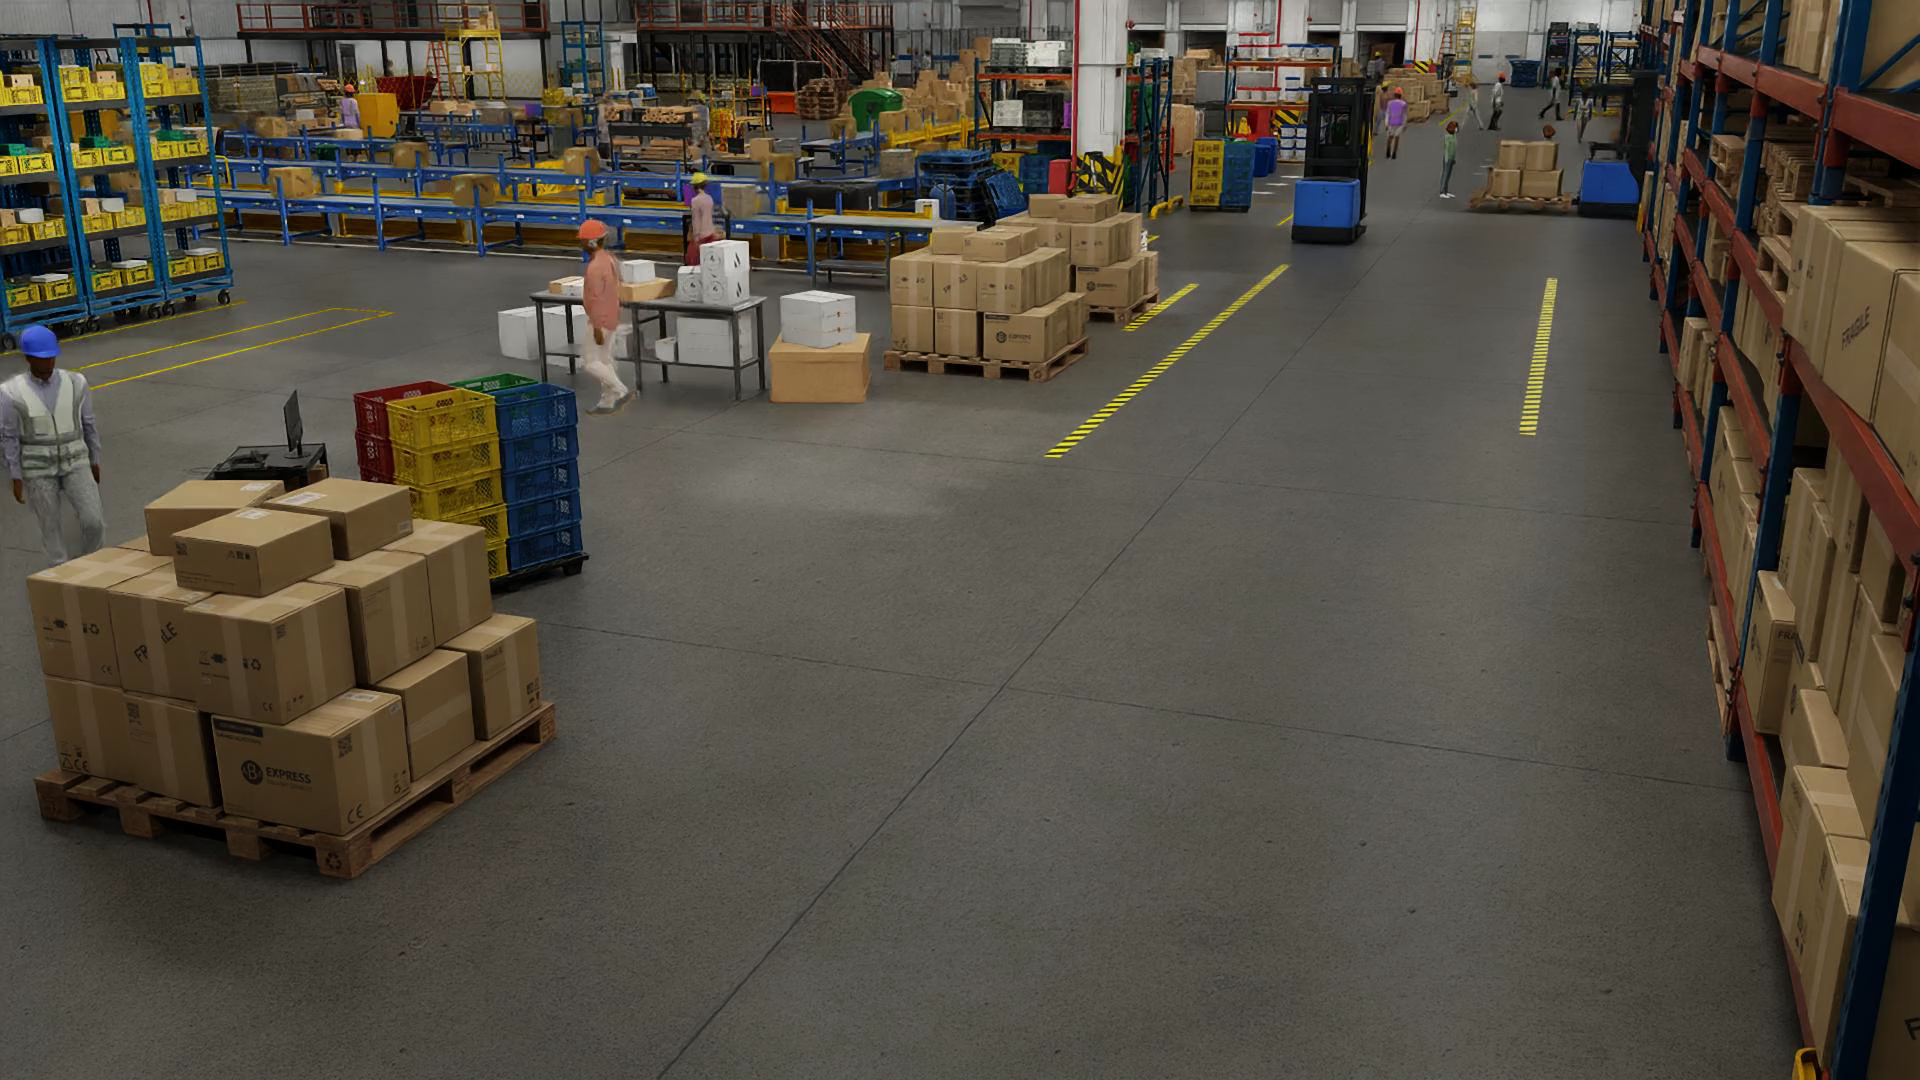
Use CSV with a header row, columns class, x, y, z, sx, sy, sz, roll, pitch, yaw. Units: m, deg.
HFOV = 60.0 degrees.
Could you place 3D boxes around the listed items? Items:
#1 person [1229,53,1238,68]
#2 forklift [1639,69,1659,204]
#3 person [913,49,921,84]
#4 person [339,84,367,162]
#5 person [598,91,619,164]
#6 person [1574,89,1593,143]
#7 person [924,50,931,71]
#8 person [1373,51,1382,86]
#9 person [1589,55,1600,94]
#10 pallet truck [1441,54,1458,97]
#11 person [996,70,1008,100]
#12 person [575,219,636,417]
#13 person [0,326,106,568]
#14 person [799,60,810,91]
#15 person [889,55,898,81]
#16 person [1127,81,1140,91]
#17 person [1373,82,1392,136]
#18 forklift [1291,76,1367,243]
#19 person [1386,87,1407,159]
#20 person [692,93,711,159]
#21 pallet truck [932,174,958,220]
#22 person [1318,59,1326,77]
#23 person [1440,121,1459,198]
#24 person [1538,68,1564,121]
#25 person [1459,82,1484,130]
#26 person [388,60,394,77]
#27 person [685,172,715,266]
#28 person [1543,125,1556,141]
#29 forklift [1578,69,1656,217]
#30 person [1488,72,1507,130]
class,x,y,z,sx,sy,sz,roll,pitch,yaw
person,14.167,-24.336,86.343,0.536,1.832,0.951,-7,19,-20
forklift,13.450,-7.876,32.901,1.873,2.768,1.129,6,19,19
person,-2.391,-26.176,91.951,0.543,1.928,0.374,14,22,37
person,-16.248,-11.128,44.477,0.605,2.045,0.379,9,20,25
person,-9.325,-10.982,44.294,0.649,1.883,0.749,8,19,24
person,19.305,-13.160,51.570,0.518,1.601,0.808,4,18,11
person,-1.623,-26.066,91.748,0.624,1.840,0.923,-13,22,-36
person,21.687,-24.335,86.198,0.562,1.908,0.584,-2,18,-7
person,30.659,-22.370,79.994,0.670,1.918,0.652,5,18,16
pallet truck,22.765,-21.886,78.355,0.823,1.965,1.885,-4,18,-14
person,1.668,-18.088,66.655,0.503,1.861,0.330,1,18,3
person,-3.532,-2.170,16.432,0.470,1.977,0.627,2,18,6
person,-6.075,-0.477,11.193,0.629,1.922,0.648,-15,23,-39
person,-6.693,-19.533,71.182,0.854,1.859,0.620,14,23,38
person,-3.443,-24.208,86.133,0.493,1.704,0.840,-2,18,-5
person,6.090,-15.667,59.018,0.635,1.873,0.700,-7,19,-21
person,13.883,-14.061,54.247,0.952,1.714,0.523,-15,23,-39
forklift,6.598,-6.755,29.381,1.129,2.768,1.873,6,19,19
person,11.962,-11.421,45.602,0.553,1.920,0.432,8,19,24
person,-6.992,-11.105,44.786,0.596,1.811,0.706,7,19,20
pallet truck,-0.507,-5.292,27.348,0.653,1.274,1.630,6,19,19
person,17.066,-21.814,78.382,0.490,1.853,0.582,4,18,14
person,10.658,-8.277,36.186,0.280,1.633,0.501,13,22,35
person,21.953,-16.507,61.554,0.871,1.940,0.612,4,18,14
person,17.565,-14.835,56.882,0.513,1.596,0.874,-16,24,-41
person,-25.834,-20.767,75.169,0.900,1.810,0.521,5,18,15
person,-3.726,-4.328,23.595,0.660,1.743,0.543,8,19,25
person,12.319,-7.891,34.973,0.287,1.632,0.504,0,18,1
forklift,13.219,-7.740,32.475,1.873,2.768,1.129,6,19,18
person,18.341,-14.927,56.621,0.586,1.914,0.557,8,19,23
